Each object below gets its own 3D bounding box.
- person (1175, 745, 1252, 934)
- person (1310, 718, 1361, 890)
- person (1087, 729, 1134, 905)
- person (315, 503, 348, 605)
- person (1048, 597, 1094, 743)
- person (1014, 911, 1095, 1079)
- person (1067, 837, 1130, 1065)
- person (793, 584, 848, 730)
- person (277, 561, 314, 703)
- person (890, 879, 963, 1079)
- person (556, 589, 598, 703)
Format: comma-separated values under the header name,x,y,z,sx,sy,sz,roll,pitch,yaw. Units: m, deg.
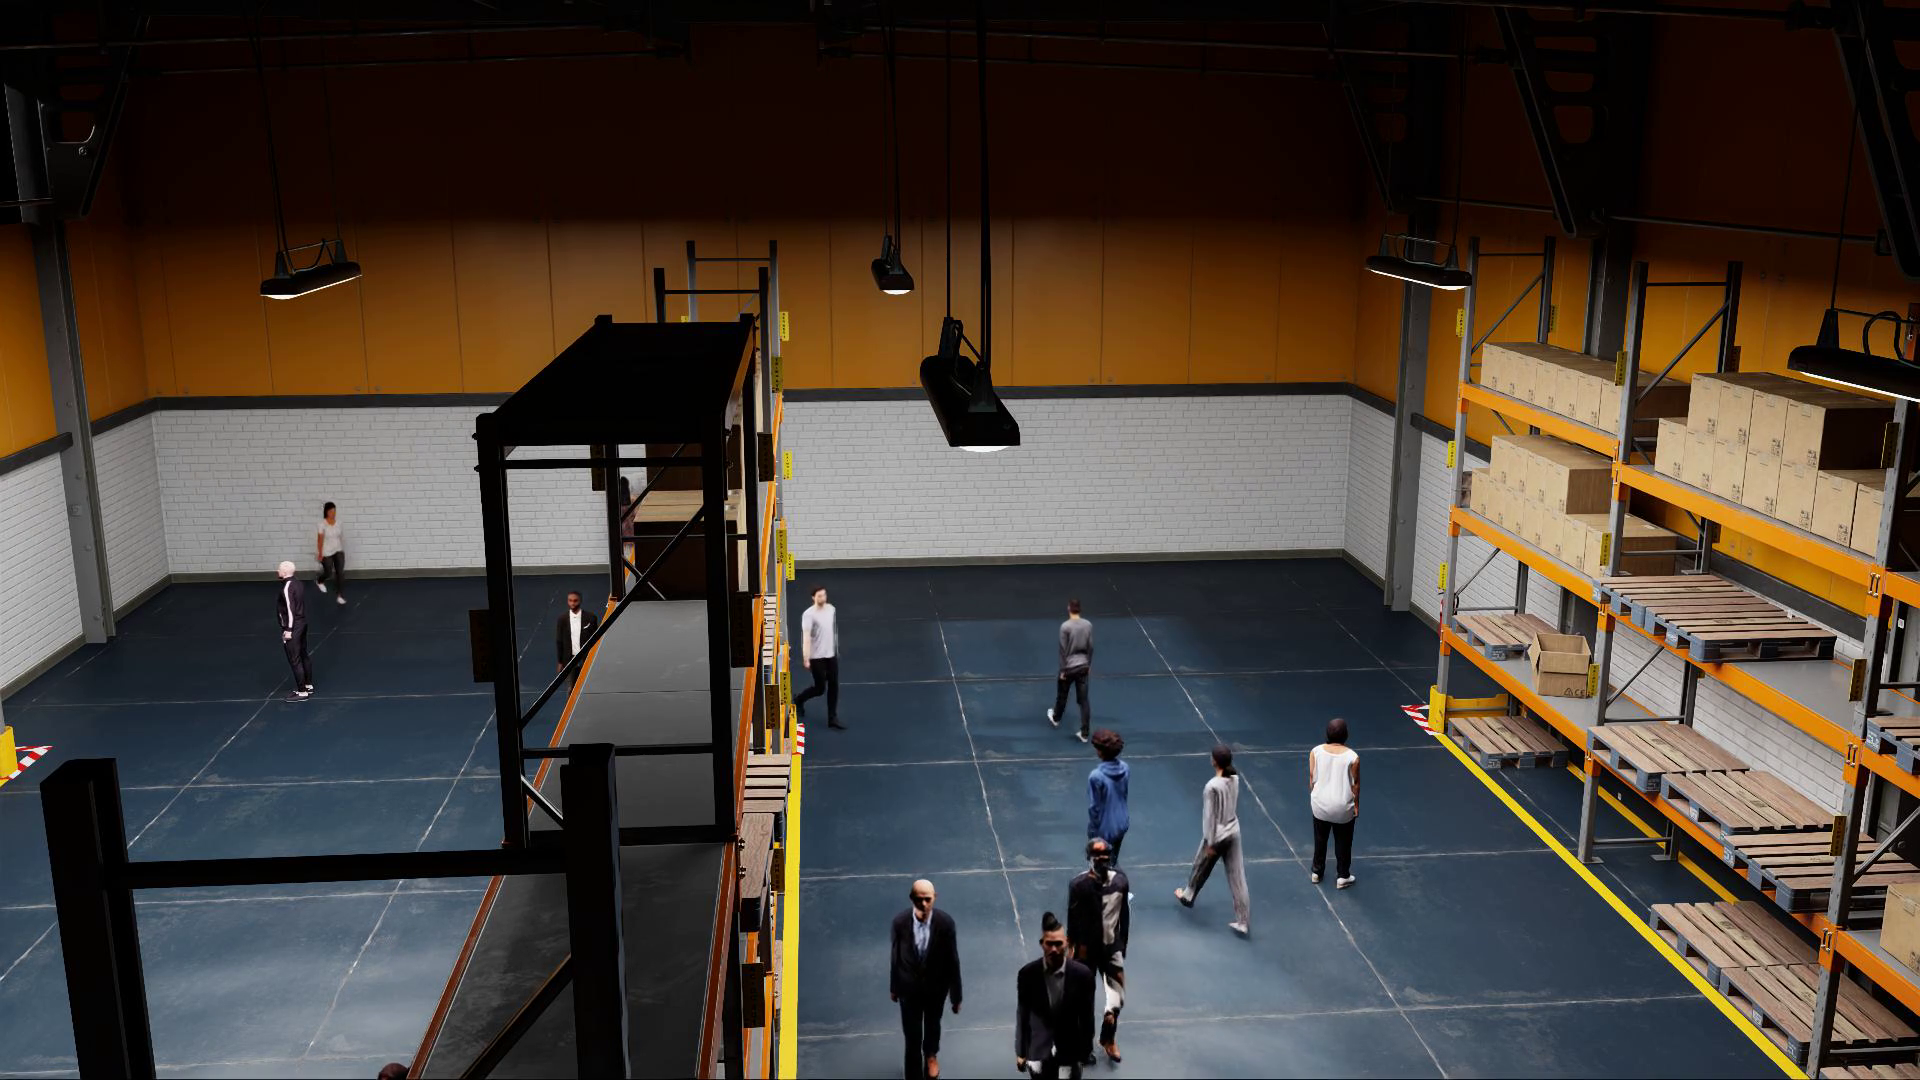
name,x,y,z,sx,sy,sz,roll,pitch,yaw
person,2.465,2.761,15.176,0.939,1.720,1.200,-9,16,-32
person,3.640,2.536,16.173,0.766,1.687,0.807,9,16,33
person,1.433,2.656,15.460,0.938,1.790,1.045,-10,17,-36
person,-9.855,0.201,25.996,1.049,1.603,0.969,12,18,40
person,1.419,1.592,20.007,0.835,1.717,1.172,-5,14,-20
person,0.654,3.497,11.680,0.790,1.935,0.950,1,14,4
person,1.050,3.189,13.072,0.702,1.878,0.650,-2,14,-10
person,-1.750,1.426,20.441,1.132,1.835,1.061,11,17,38
person,-8.608,1.163,21.528,0.732,1.836,0.491,-1,14,-6
person,-0.269,3.367,12.604,0.762,1.752,1.191,0,14,-1
person,-4.654,1.479,20.298,0.668,1.801,0.546,0,14,-2
